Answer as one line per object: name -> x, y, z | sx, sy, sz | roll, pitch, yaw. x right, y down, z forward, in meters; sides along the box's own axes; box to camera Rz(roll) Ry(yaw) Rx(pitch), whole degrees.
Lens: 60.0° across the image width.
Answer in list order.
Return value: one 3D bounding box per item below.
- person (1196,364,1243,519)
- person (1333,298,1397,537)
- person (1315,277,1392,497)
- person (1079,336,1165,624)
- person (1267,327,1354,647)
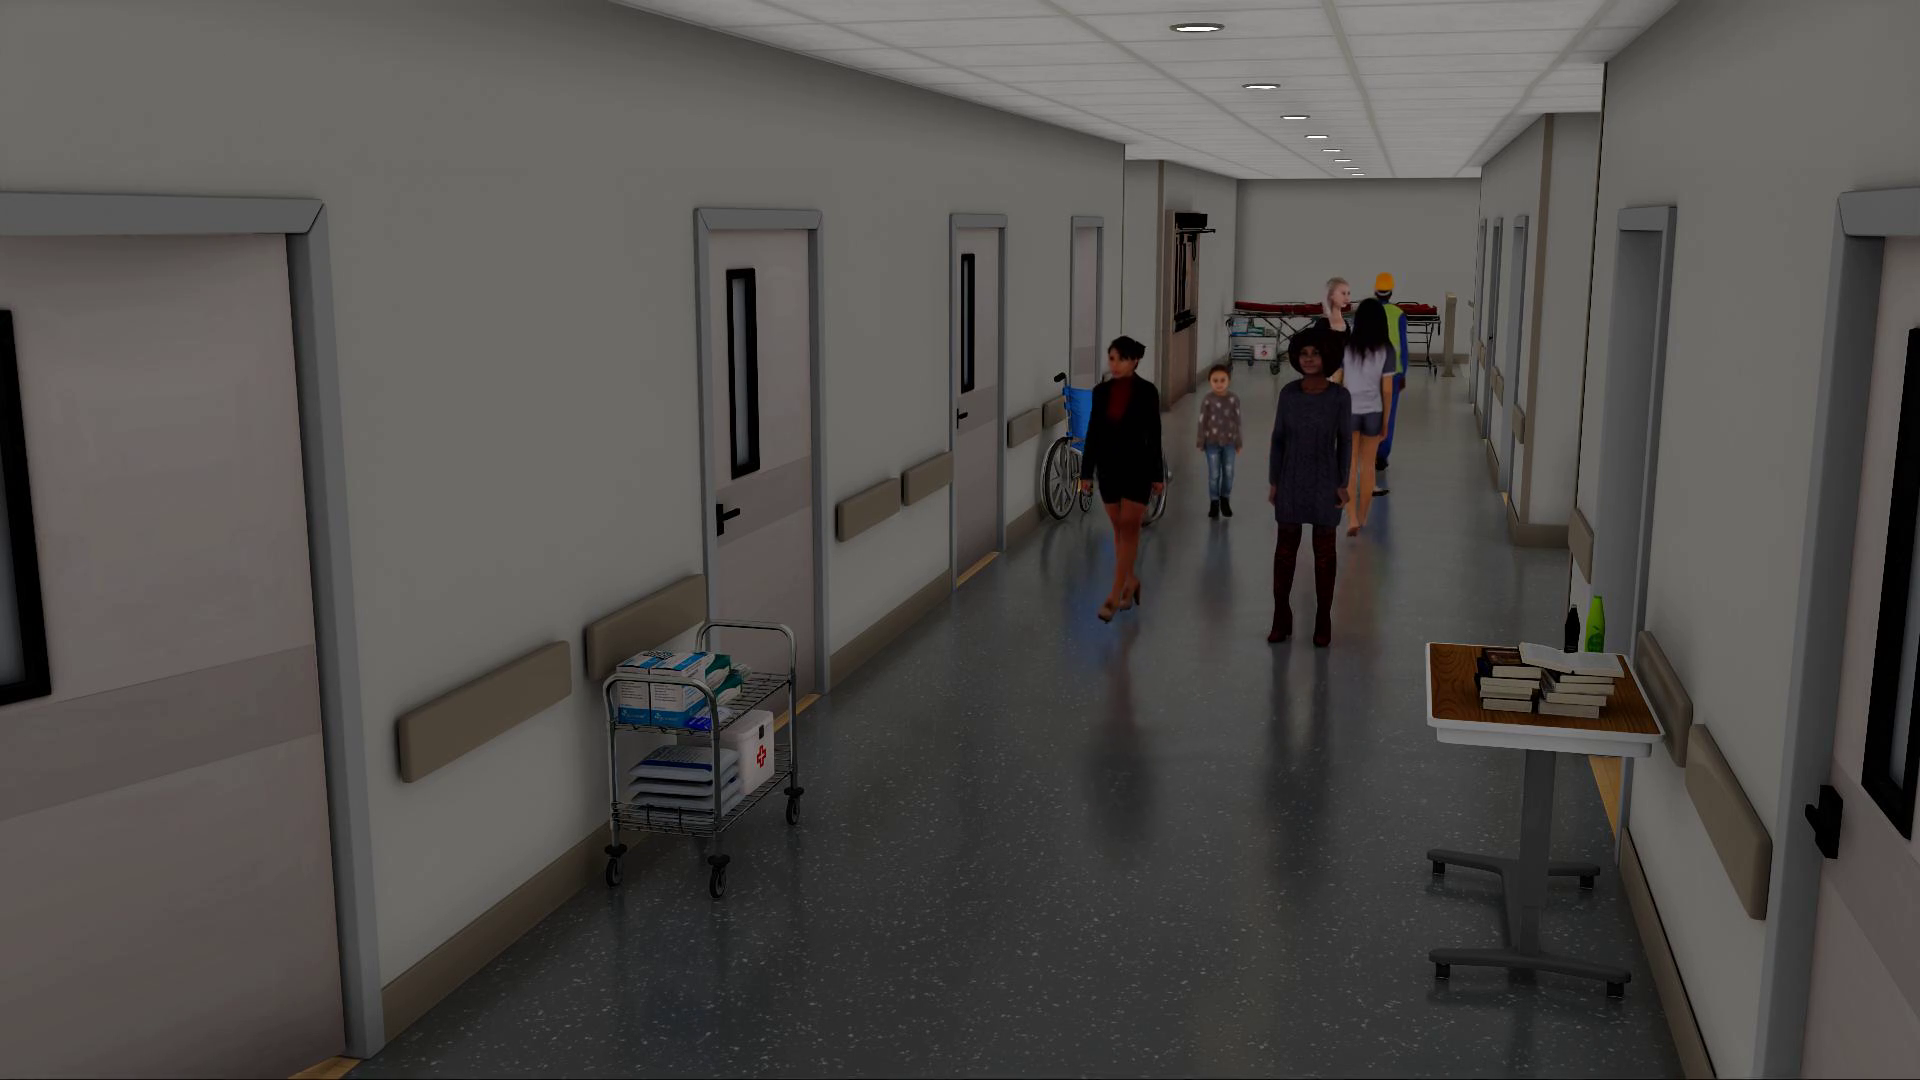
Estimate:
person -> 2.017, -0.767, 12.881 | 0.521, 1.187, 0.515 | 2, 11, 8
person -> 2.863, -0.845, 11.920 | 0.662, 1.697, 1.137 | 2, 11, 10
person -> 2.897, -1.188, 13.461 | 1.114, 1.796, 1.033 | -10, 15, -44
person -> 0.966, -0.331, 9.465 | 0.743, 1.602, 1.067 | 6, 12, 29
person -> 1.887, -0.291, 8.964 | 0.622, 1.710, 0.568 | 5, 12, 25
